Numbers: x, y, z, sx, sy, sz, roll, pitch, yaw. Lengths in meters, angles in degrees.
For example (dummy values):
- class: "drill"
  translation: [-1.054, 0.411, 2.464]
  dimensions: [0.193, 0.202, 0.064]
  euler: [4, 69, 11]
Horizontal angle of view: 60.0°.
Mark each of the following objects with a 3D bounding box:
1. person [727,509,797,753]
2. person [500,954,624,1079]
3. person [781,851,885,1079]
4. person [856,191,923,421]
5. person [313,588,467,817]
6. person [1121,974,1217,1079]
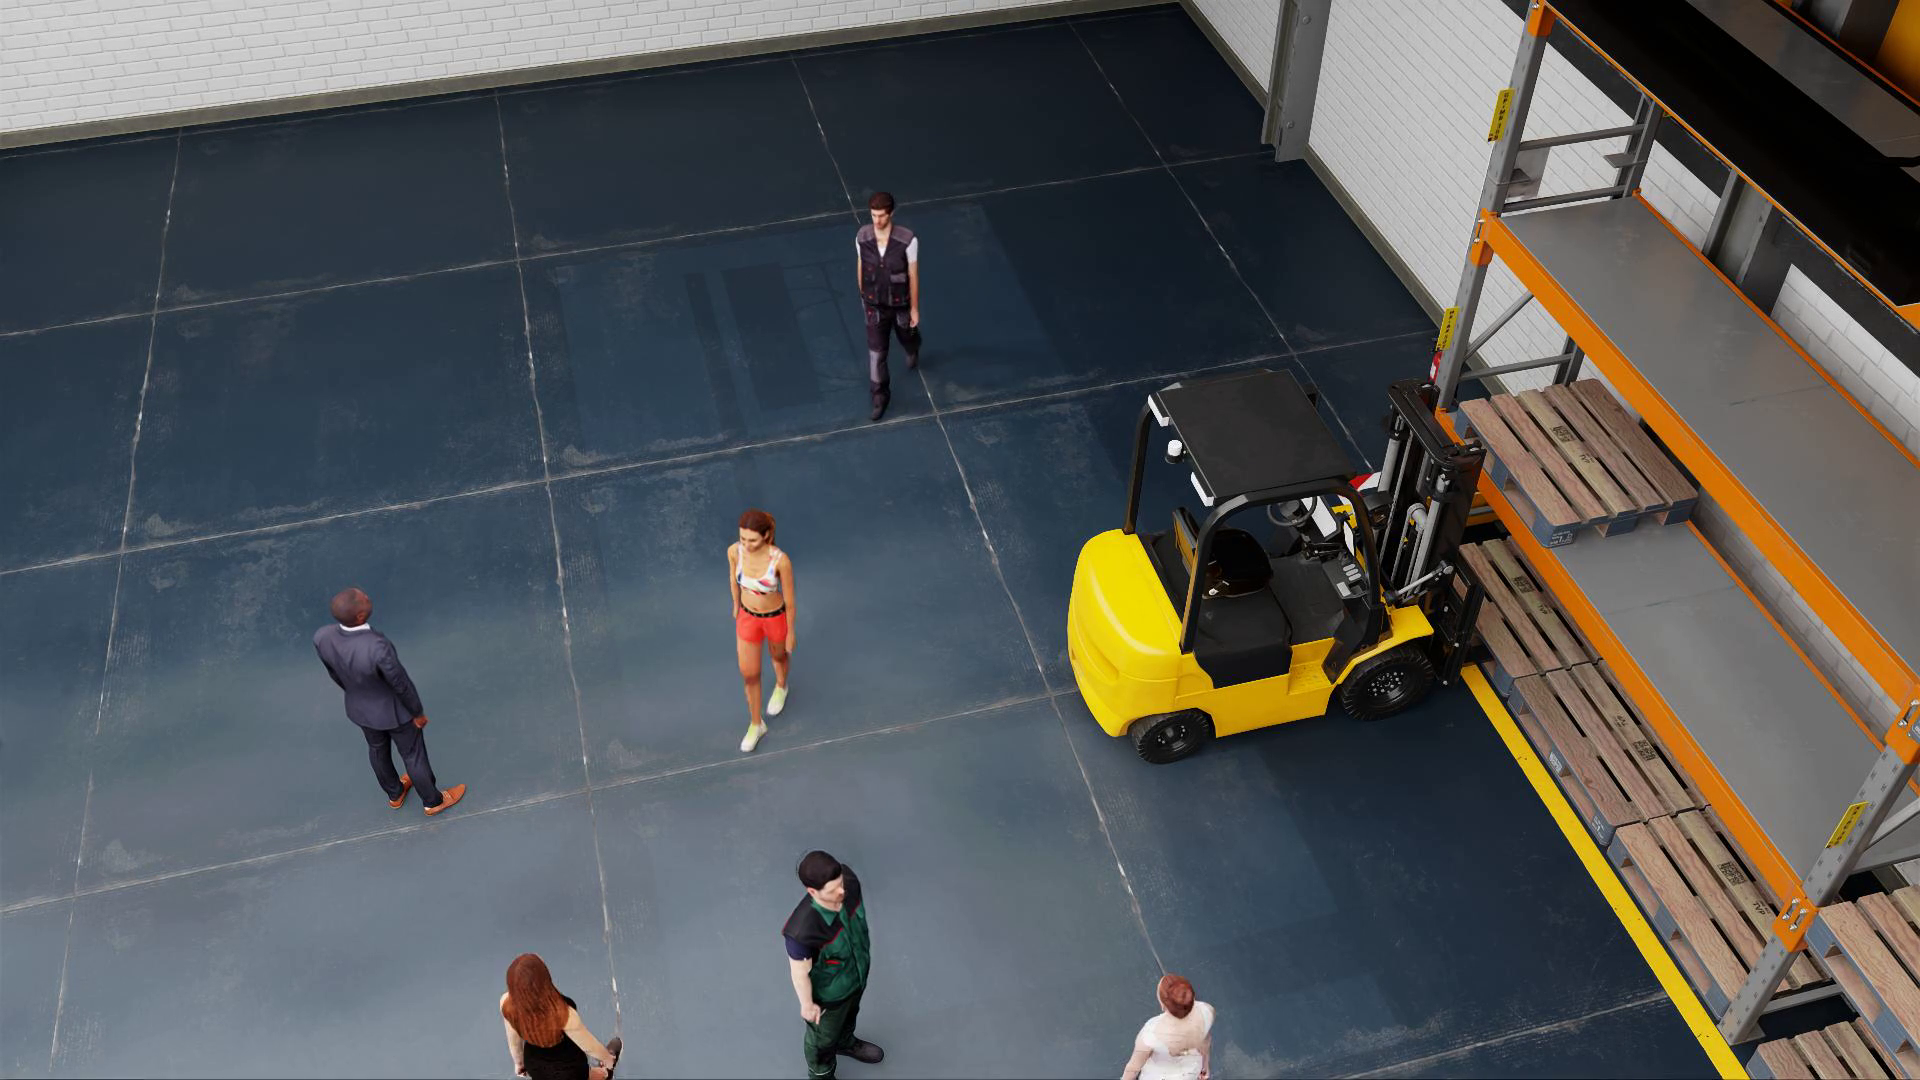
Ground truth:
- class: "person"
  translation: [-1.162, 0.421, 10.214]
  dimensions: [0.843, 1.773, 0.975]
  euler: [10, 44, 10]
- class: "person"
  translation: [-1.979, 2.608, 7.982]
  dimensions: [1.014, 1.685, 1.171]
  euler: [15, 46, 15]
- class: "person"
  translation: [-0.641, 2.157, 8.300]
  dimensions: [0.822, 1.901, 0.738]
  euler: [18, 46, 18]
- class: "person"
  translation: [-0.503, -1.845, 12.559]
  dimensions: [0.945, 1.819, 1.216]
  euler: [6, 44, 6]
- class: "person"
  translation: [-3.335, 0.954, 9.617]
  dimensions: [0.788, 1.824, 0.811]
  euler: [14, 45, 15]
- class: "person"
  translation: [1.039, 2.645, 7.876]
  dimensions: [0.663, 1.779, 0.676]
  euler: [-19, 47, -19]
